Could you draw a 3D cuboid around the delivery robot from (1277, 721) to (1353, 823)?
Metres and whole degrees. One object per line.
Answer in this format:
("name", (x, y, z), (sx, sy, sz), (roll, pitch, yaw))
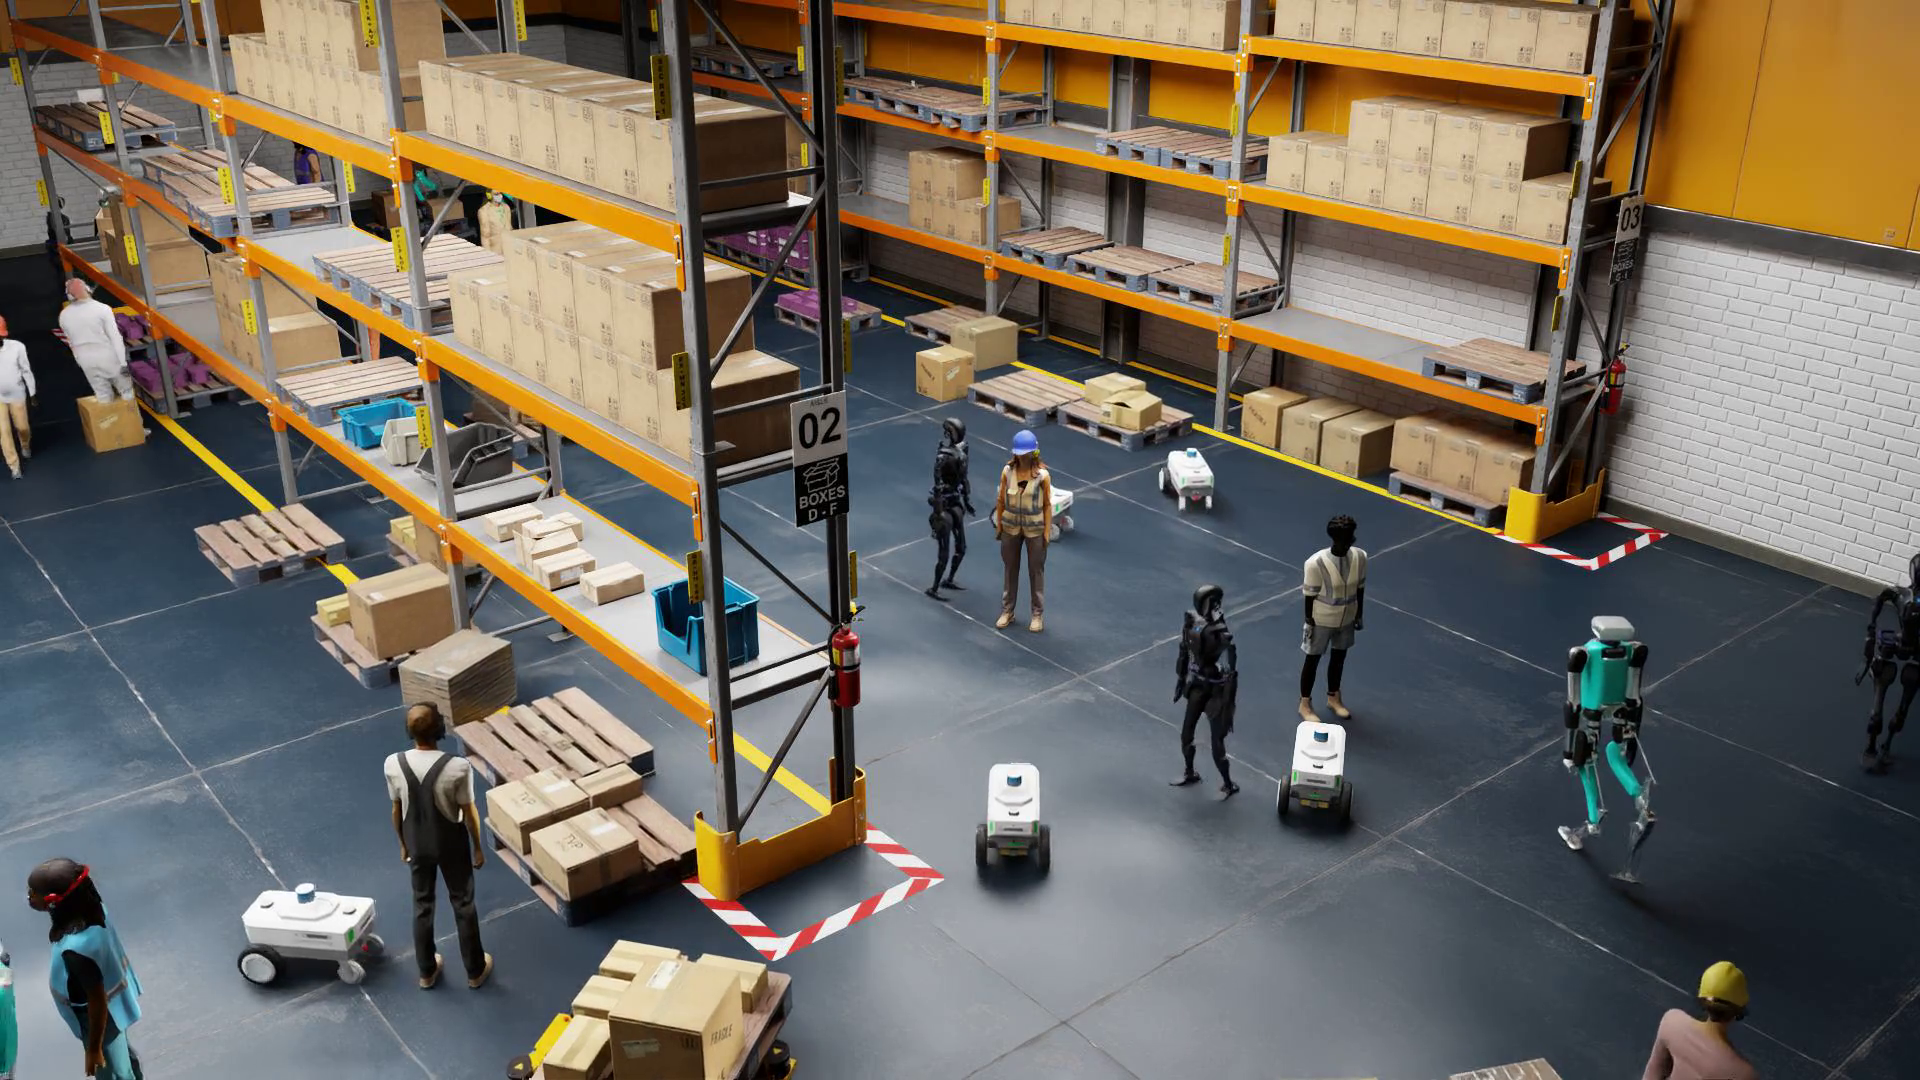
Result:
("delivery robot", (2.500, 1.577, 11.613), (0.499, 0.581, 0.774), (6, 24, 13))

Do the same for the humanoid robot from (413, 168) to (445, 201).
("humanoid robot", (-9.028, -6.107, 27.947), (0.852, 1.775, 0.541), (9, 25, 19))

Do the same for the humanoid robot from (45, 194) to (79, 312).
("humanoid robot", (-12.486, -3.979, 23.086), (0.594, 1.648, 0.349), (14, 27, 30))

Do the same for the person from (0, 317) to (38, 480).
("person", (-9.989, -1.549, 17.398), (0.574, 1.715, 0.709), (-13, 27, -28))

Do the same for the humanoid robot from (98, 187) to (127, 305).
("humanoid robot", (-11.525, -4.167, 23.489), (0.538, 1.734, 1.010), (18, 29, 35))

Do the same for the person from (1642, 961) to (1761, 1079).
("person", (3.318, 2.693, 7.544), (0.421, 1.743, 0.552), (-5, 24, -11))

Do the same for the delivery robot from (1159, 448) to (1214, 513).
("delivery robot", (2.318, -0.648, 16.744), (0.499, 0.565, 0.745), (-2, 23, -4))

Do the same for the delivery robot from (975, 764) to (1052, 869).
("delivery robot", (0.358, 1.828, 11.073), (0.499, 0.612, 0.815), (1, 23, 2))

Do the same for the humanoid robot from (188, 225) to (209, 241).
("humanoid robot", (-11.416, -4.578, 24.545), (0.771, 1.648, 0.590), (5, 24, 11))

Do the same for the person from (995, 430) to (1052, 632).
("person", (0.532, -0.077, 13.917), (0.473, 1.778, 0.307), (7, 24, 15))

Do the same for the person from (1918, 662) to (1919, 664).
("person", (7.823, 0.263, 12.950), (0.548, 1.927, 0.390), (13, 27, 28))

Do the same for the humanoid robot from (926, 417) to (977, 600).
("humanoid robot", (-0.084, -0.294, 14.547), (0.309, 1.646, 0.613), (13, 26, 27))

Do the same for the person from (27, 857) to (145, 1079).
("person", (-4.228, 2.359, 8.178), (0.402, 1.861, 0.543), (-9, 25, -21))

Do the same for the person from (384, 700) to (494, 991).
("person", (-3.001, 1.766, 9.587), (0.501, 1.835, 0.347), (1, 23, 2))

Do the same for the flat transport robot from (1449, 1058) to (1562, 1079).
("flat transport robot", (2.230, 3.327, 7.938), (0.659, 0.231, 1.431), (-6, 24, -13))

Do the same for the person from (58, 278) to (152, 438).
("person", (-9.338, -1.938, 18.121), (0.720, 1.860, 0.583), (0, 23, 1))

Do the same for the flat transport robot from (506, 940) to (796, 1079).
("flat transport robot", (-1.670, 2.879, 8.976), (1.431, 0.231, 0.659), (6, 24, 14))

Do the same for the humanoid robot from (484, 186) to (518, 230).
("humanoid robot", (-7.510, -5.803, 27.337), (0.824, 1.859, 0.560), (5, 24, 12))

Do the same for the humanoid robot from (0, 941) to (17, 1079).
("humanoid robot", (-4.612, 2.662, 7.664), (0.732, 1.788, 0.530), (-8, 25, -18))

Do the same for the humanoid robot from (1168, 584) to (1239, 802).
("humanoid robot", (1.742, 1.038, 11.488), (0.402, 1.645, 0.599), (-15, 28, -31))

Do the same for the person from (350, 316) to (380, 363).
("person", (-7.156, -2.712, 20.049), (0.501, 1.758, 0.344), (13, 27, 28))

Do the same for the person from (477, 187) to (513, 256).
("person", (-6.332, -3.970, 22.814), (0.405, 1.877, 0.555), (15, 28, 31))

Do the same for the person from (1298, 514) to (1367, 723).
("person", (2.793, 0.587, 12.486), (0.533, 1.693, 0.320), (-9, 25, -19))

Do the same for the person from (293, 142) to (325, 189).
("person", (-10.387, -5.642, 26.613), (0.533, 1.930, 0.423), (19, 30, 38))

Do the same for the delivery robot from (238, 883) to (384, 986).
("delivery robot", (-3.871, 2.315, 9.904), (0.768, 0.581, 0.499), (3, 24, 6))

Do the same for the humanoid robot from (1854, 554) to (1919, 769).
("humanoid robot", (6.741, 0.873, 11.847), (0.604, 1.650, 0.436), (8, 25, 17))

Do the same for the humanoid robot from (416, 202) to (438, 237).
("humanoid robot", (-7.307, -3.779, 22.688), (0.700, 1.663, 0.609), (12, 26, 25))

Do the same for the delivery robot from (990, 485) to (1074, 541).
("delivery robot", (0.711, -0.339, 16.076), (0.805, 0.601, 0.499), (14, 27, 30))

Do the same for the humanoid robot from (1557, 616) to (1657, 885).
("humanoid robot", (4.180, 1.437, 10.538), (0.531, 1.760, 1.024), (-4, 24, -10))
